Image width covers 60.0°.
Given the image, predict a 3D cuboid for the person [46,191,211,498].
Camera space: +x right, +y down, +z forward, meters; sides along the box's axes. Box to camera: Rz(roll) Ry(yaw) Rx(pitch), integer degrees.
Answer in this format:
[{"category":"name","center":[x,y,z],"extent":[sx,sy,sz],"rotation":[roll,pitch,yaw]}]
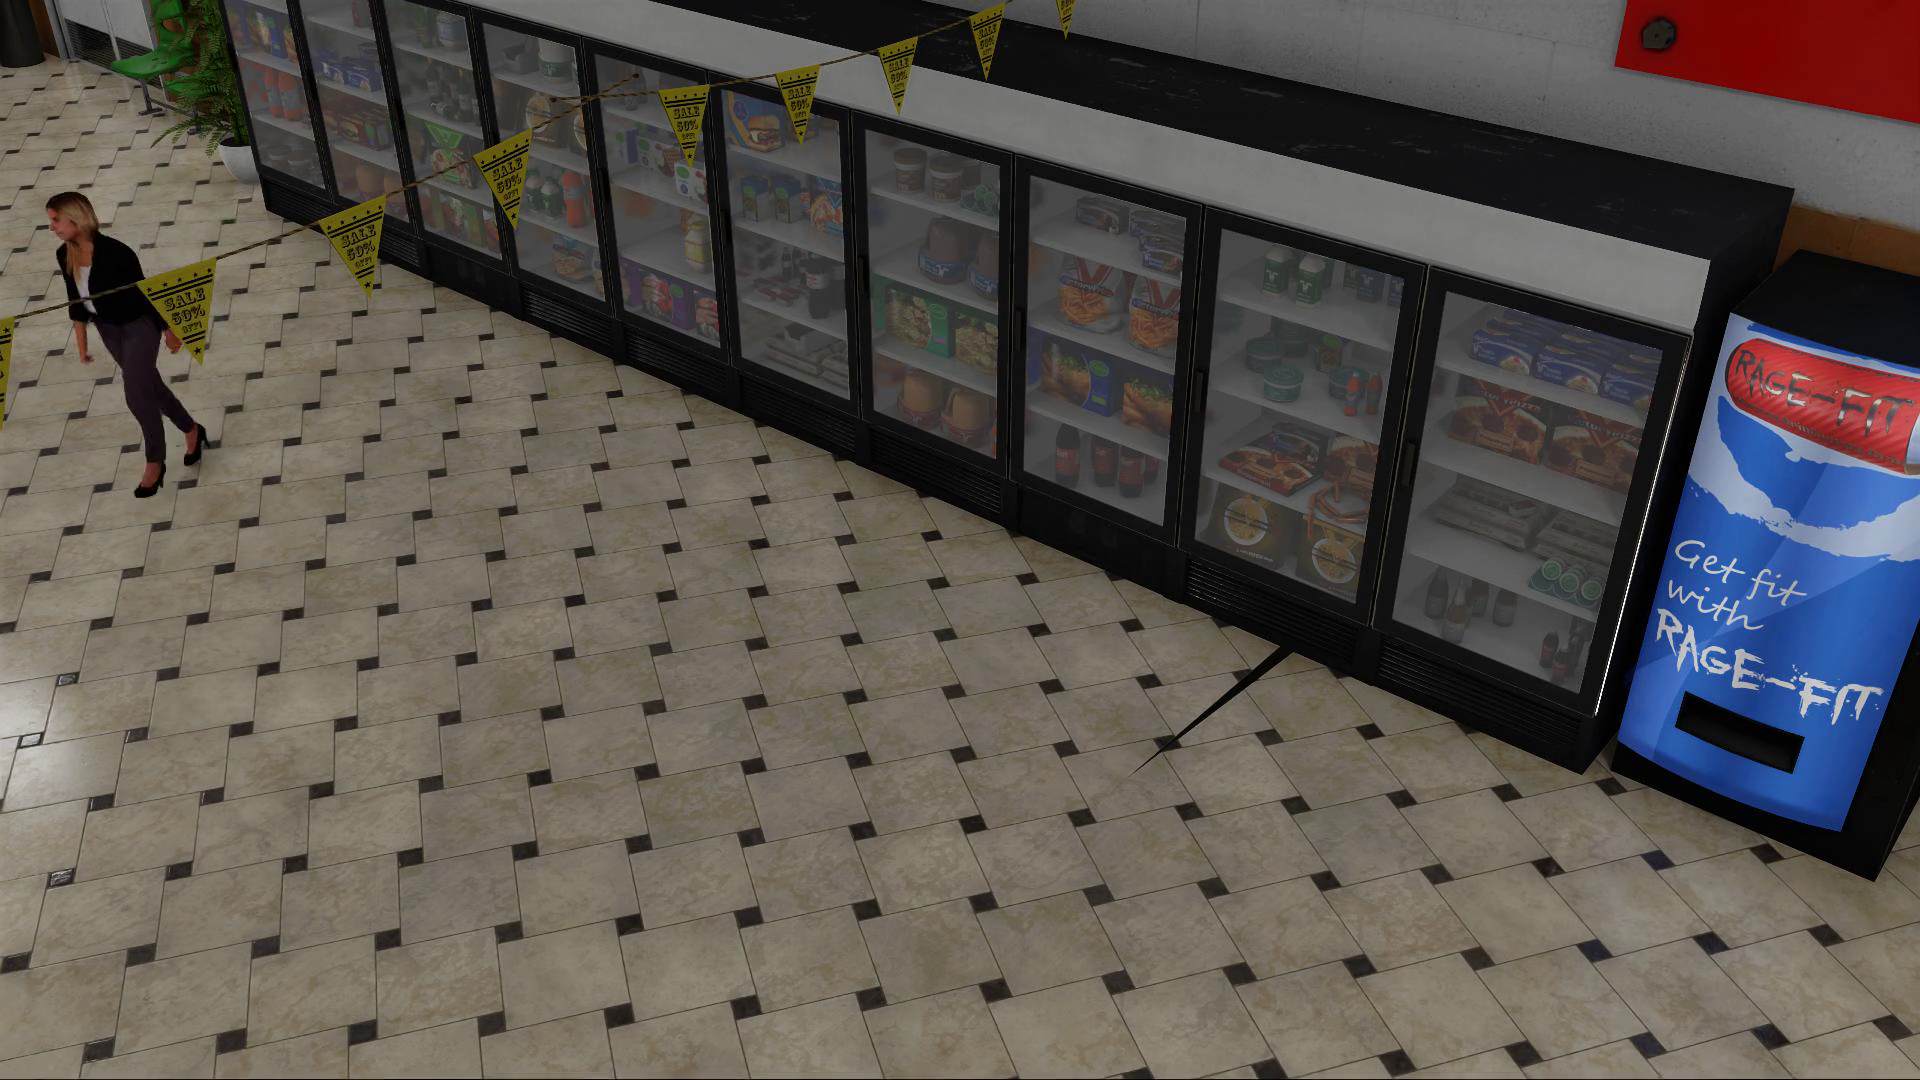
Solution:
[{"category":"person","center":[-4.249,-1.062,8.675],"extent":[0.774,1.637,0.930],"rotation":[7,33,11]}]
